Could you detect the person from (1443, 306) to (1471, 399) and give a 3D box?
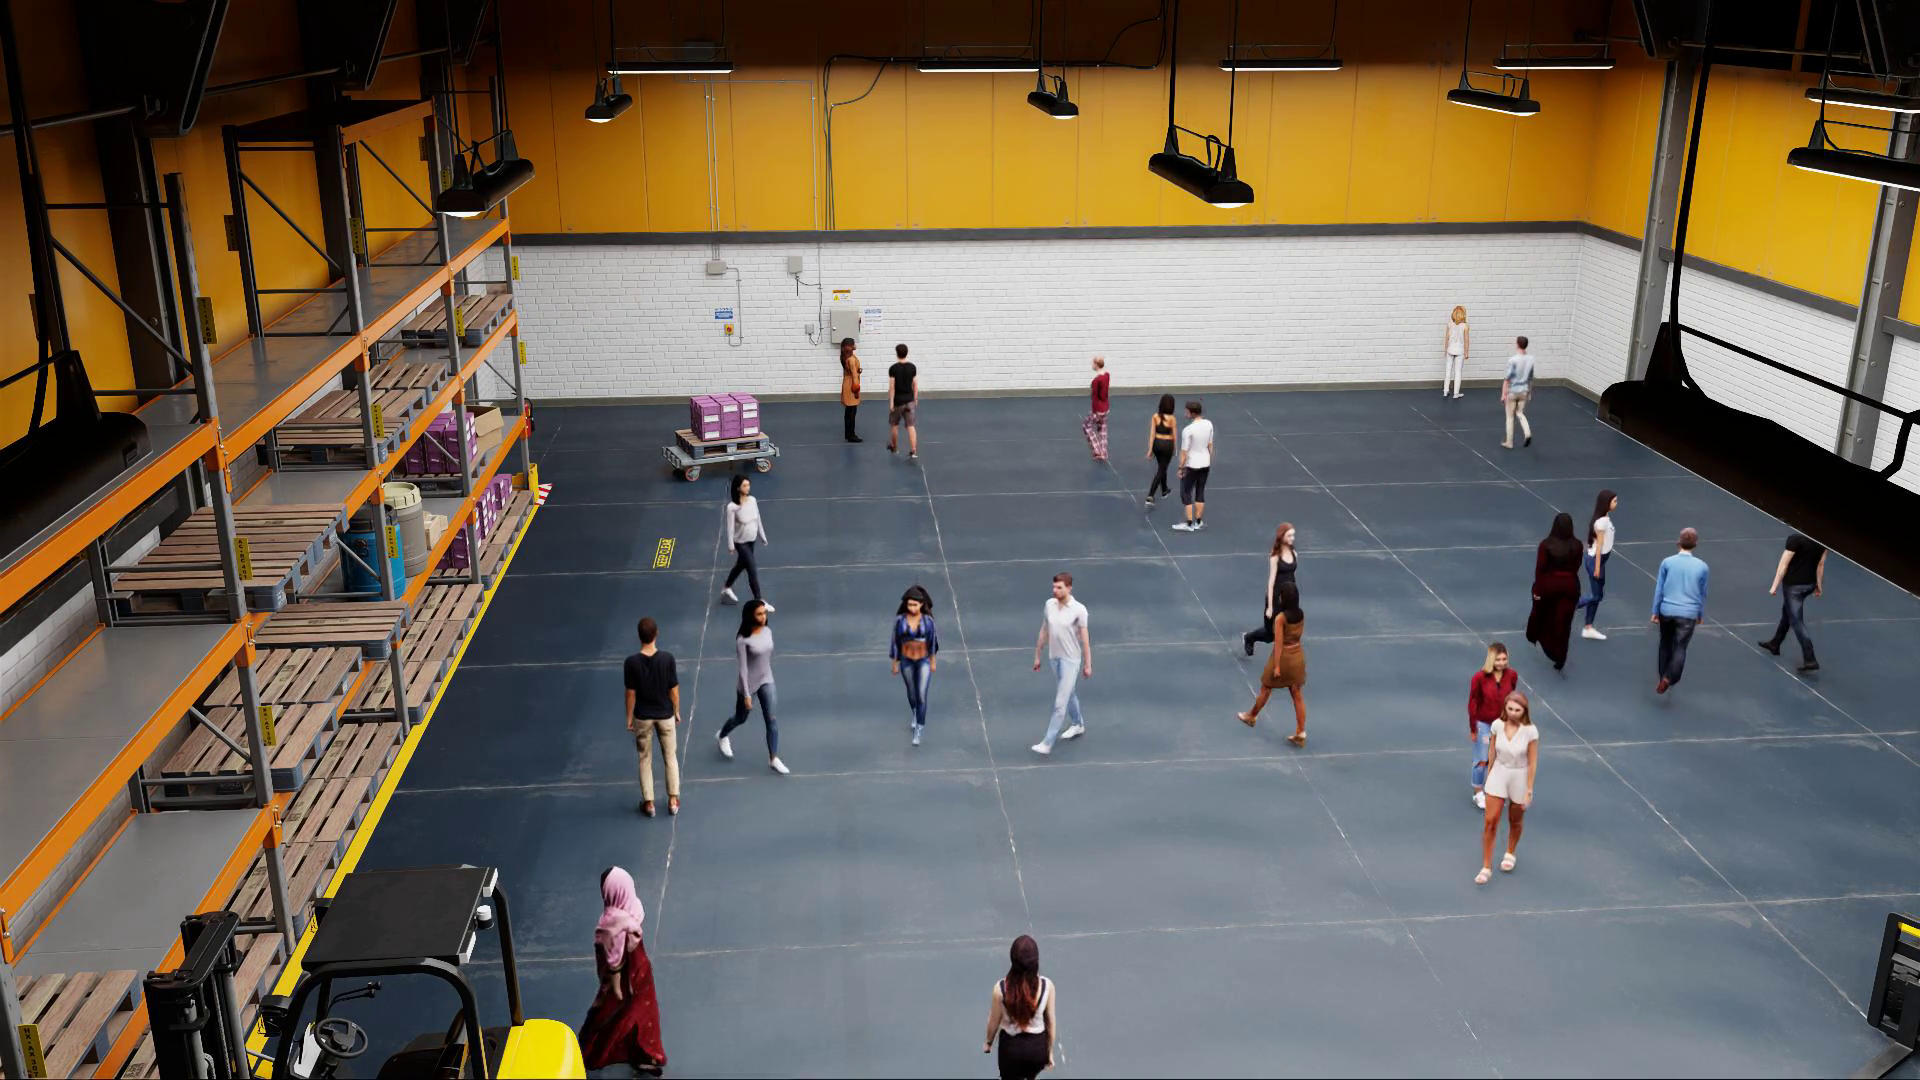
[{"bbox_3d":[9.000,-3.428,30.201,0.683,1.671,0.737,14,23,36],"label":"person"}]

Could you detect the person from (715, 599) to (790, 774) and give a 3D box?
[{"bbox_3d":[-2.030,1.382,15.871,1.179,1.701,1.074,17,25,42],"label":"person"}]

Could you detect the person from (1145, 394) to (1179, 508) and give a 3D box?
[{"bbox_3d":[2.877,-1.245,23.826,1.011,1.601,1.116,12,22,32],"label":"person"}]

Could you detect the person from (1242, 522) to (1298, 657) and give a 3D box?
[{"bbox_3d":[3.413,0.629,18.066,0.898,1.726,1.070,-12,22,-32],"label":"person"}]

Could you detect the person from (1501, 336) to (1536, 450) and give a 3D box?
[{"bbox_3d":[8.989,-2.331,26.683,0.743,1.836,0.865,-5,19,-16],"label":"person"}]

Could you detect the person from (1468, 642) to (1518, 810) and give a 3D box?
[{"bbox_3d":[4.810,1.660,15.170,0.627,1.620,0.603,-4,19,-11],"label":"person"}]

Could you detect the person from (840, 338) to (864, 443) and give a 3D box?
[{"bbox_3d":[-1.787,-2.475,27.293,0.792,1.720,0.617,-6,20,-18],"label":"person"}]

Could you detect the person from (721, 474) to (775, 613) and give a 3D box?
[{"bbox_3d":[-2.649,0.021,19.981,1.094,1.656,1.113,12,22,31],"label":"person"}]

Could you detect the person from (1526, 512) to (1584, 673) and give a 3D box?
[{"bbox_3d":[6.552,0.613,18.168,0.832,1.692,1.240,2,19,5],"label":"person"}]

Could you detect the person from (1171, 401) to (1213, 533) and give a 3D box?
[{"bbox_3d":[3.260,-1.030,22.829,0.828,1.831,0.748,-4,19,-13],"label":"person"}]

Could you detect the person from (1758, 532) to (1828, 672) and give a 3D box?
[{"bbox_3d":[9.208,0.534,18.134,0.855,1.862,1.258,-5,19,-15],"label":"person"}]

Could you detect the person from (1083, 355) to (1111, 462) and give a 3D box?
[{"bbox_3d":[2.253,-2.045,26.058,0.808,1.692,0.745,14,23,36],"label":"person"}]

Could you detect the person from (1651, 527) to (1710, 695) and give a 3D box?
[{"bbox_3d":[7.548,0.785,17.509,1.059,1.785,1.190,11,21,29],"label":"person"}]

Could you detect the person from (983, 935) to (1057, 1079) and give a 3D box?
[{"bbox_3d":[0.407,3.276,10.378,0.665,1.617,1.016,-5,19,-14],"label":"person"}]

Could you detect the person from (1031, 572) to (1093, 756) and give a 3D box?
[{"bbox_3d":[1.093,1.178,16.321,1.175,1.800,1.191,17,25,41],"label":"person"}]

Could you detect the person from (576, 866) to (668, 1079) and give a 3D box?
[{"bbox_3d":[-2.222,2.959,11.333,0.926,1.608,0.991,5,19,15],"label":"person"}]

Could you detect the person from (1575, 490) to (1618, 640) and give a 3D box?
[{"bbox_3d":[7.177,0.285,19.041,0.900,1.755,0.891,9,21,25],"label":"person"}]

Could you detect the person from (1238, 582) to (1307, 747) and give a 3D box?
[{"bbox_3d":[3.274,1.252,16.326,0.925,1.655,1.080,-15,24,-37],"label":"person"}]

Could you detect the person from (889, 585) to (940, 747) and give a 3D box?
[{"bbox_3d":[-0.440,1.215,16.564,0.786,1.574,1.085,2,19,7],"label":"person"}]

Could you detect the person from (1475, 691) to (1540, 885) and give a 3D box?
[{"bbox_3d":[4.666,2.027,14.011,0.897,1.665,1.015,10,21,27],"label":"person"}]

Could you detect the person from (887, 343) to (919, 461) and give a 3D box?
[{"bbox_3d":[-0.857,-2.137,26.117,0.975,1.830,1.302,-9,20,-24],"label":"person"}]

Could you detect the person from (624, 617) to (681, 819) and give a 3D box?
[{"bbox_3d":[-2.751,1.602,14.993,0.676,1.843,0.639,-5,19,-14],"label":"person"}]
